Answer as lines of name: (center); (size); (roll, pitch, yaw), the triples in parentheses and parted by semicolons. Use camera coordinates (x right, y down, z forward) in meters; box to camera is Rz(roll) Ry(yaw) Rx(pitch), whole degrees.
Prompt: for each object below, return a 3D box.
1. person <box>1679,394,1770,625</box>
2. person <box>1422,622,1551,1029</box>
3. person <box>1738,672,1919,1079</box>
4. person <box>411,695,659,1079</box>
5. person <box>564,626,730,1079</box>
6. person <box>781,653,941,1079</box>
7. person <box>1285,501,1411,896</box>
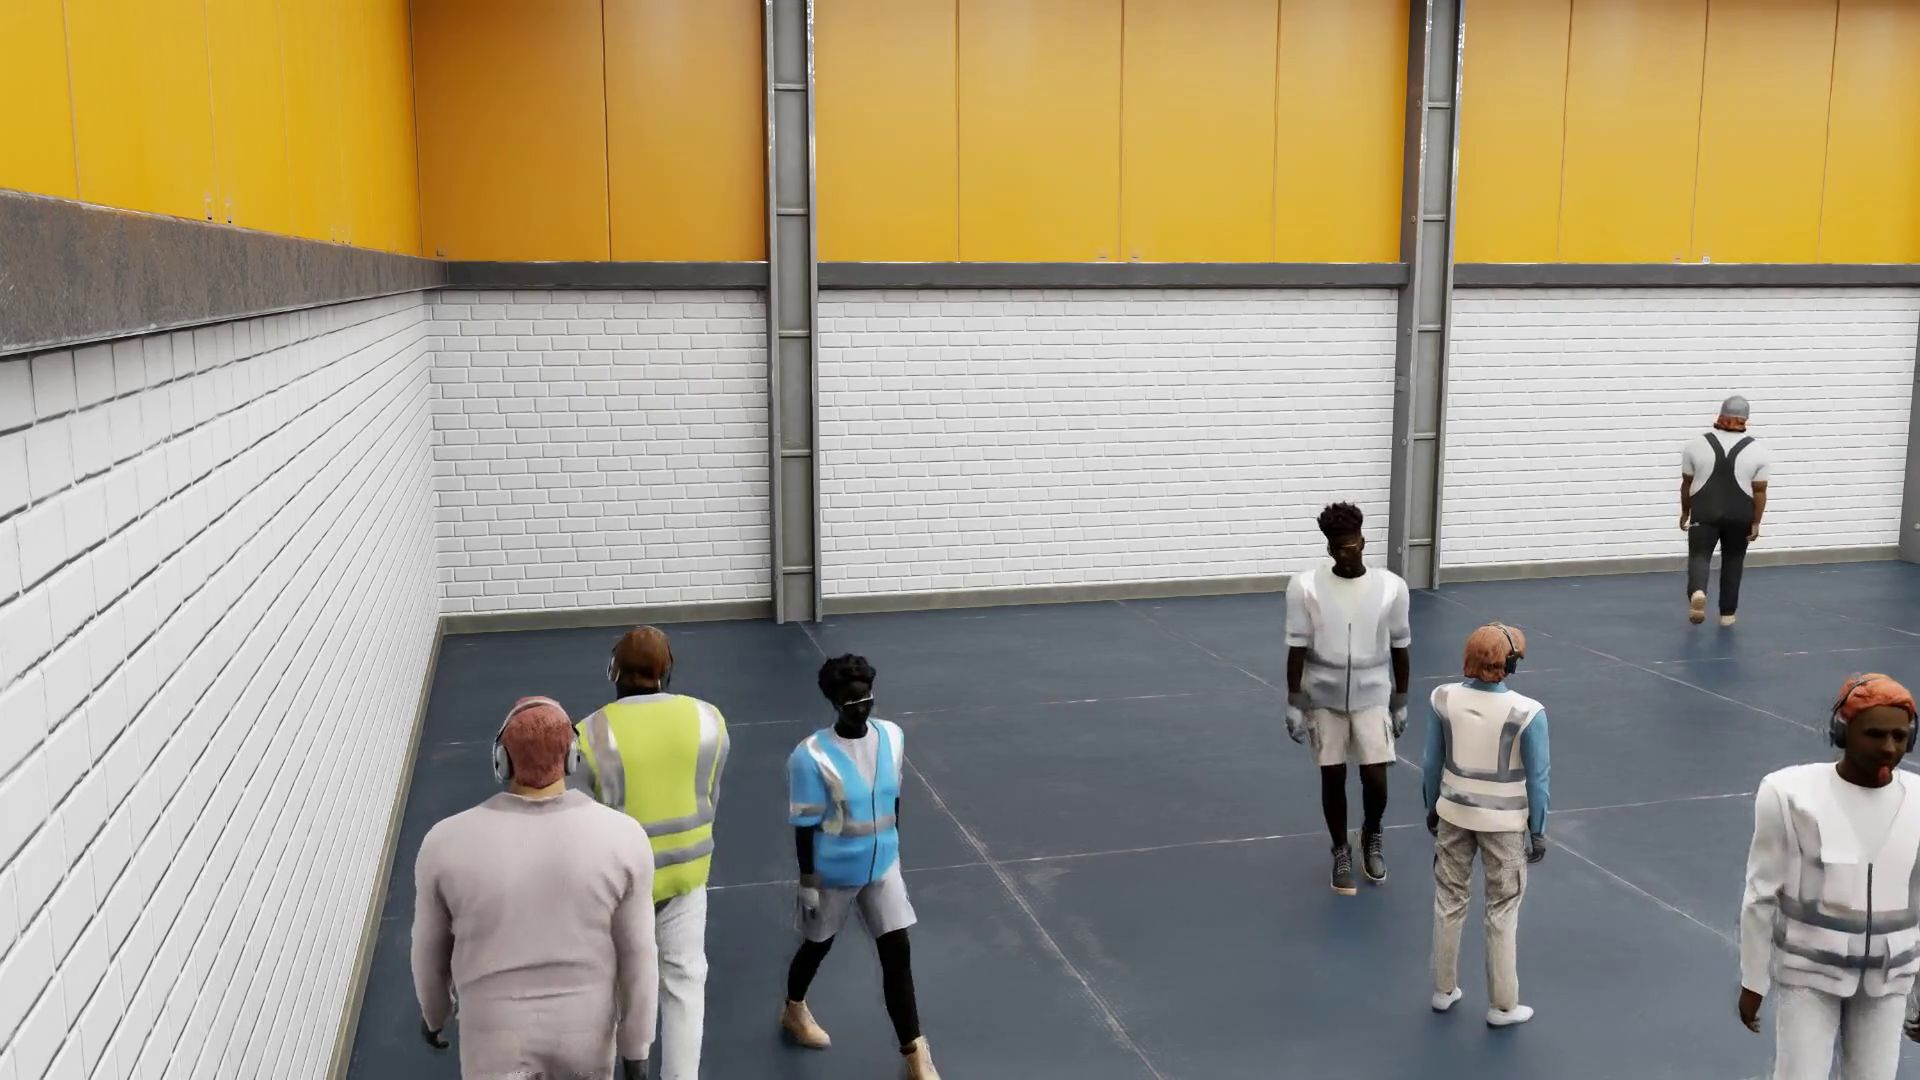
person: (6.495, -0.246, 14.158); (0.690, 2.000, 0.733); (5, 10, 28)
person: (2.117, 1.145, 6.724); (0.522, 1.638, 0.310); (8, 12, 41)
person: (2.640, 1.306, 4.990); (0.595, 1.872, 0.519); (1, 9, 7)
person: (-1.200, 1.360, 4.722); (0.661, 1.854, 1.018); (-3, 10, -17)
person: (-1.163, 1.190, 5.952); (0.639, 1.792, 0.909); (-5, 11, -30)
person: (-0.417, 1.217, 6.258); (0.535, 1.644, 0.879); (-7, 12, -39)
person: (1.883, 0.775, 8.103); (0.607, 1.938, 0.425); (1, 9, 9)
